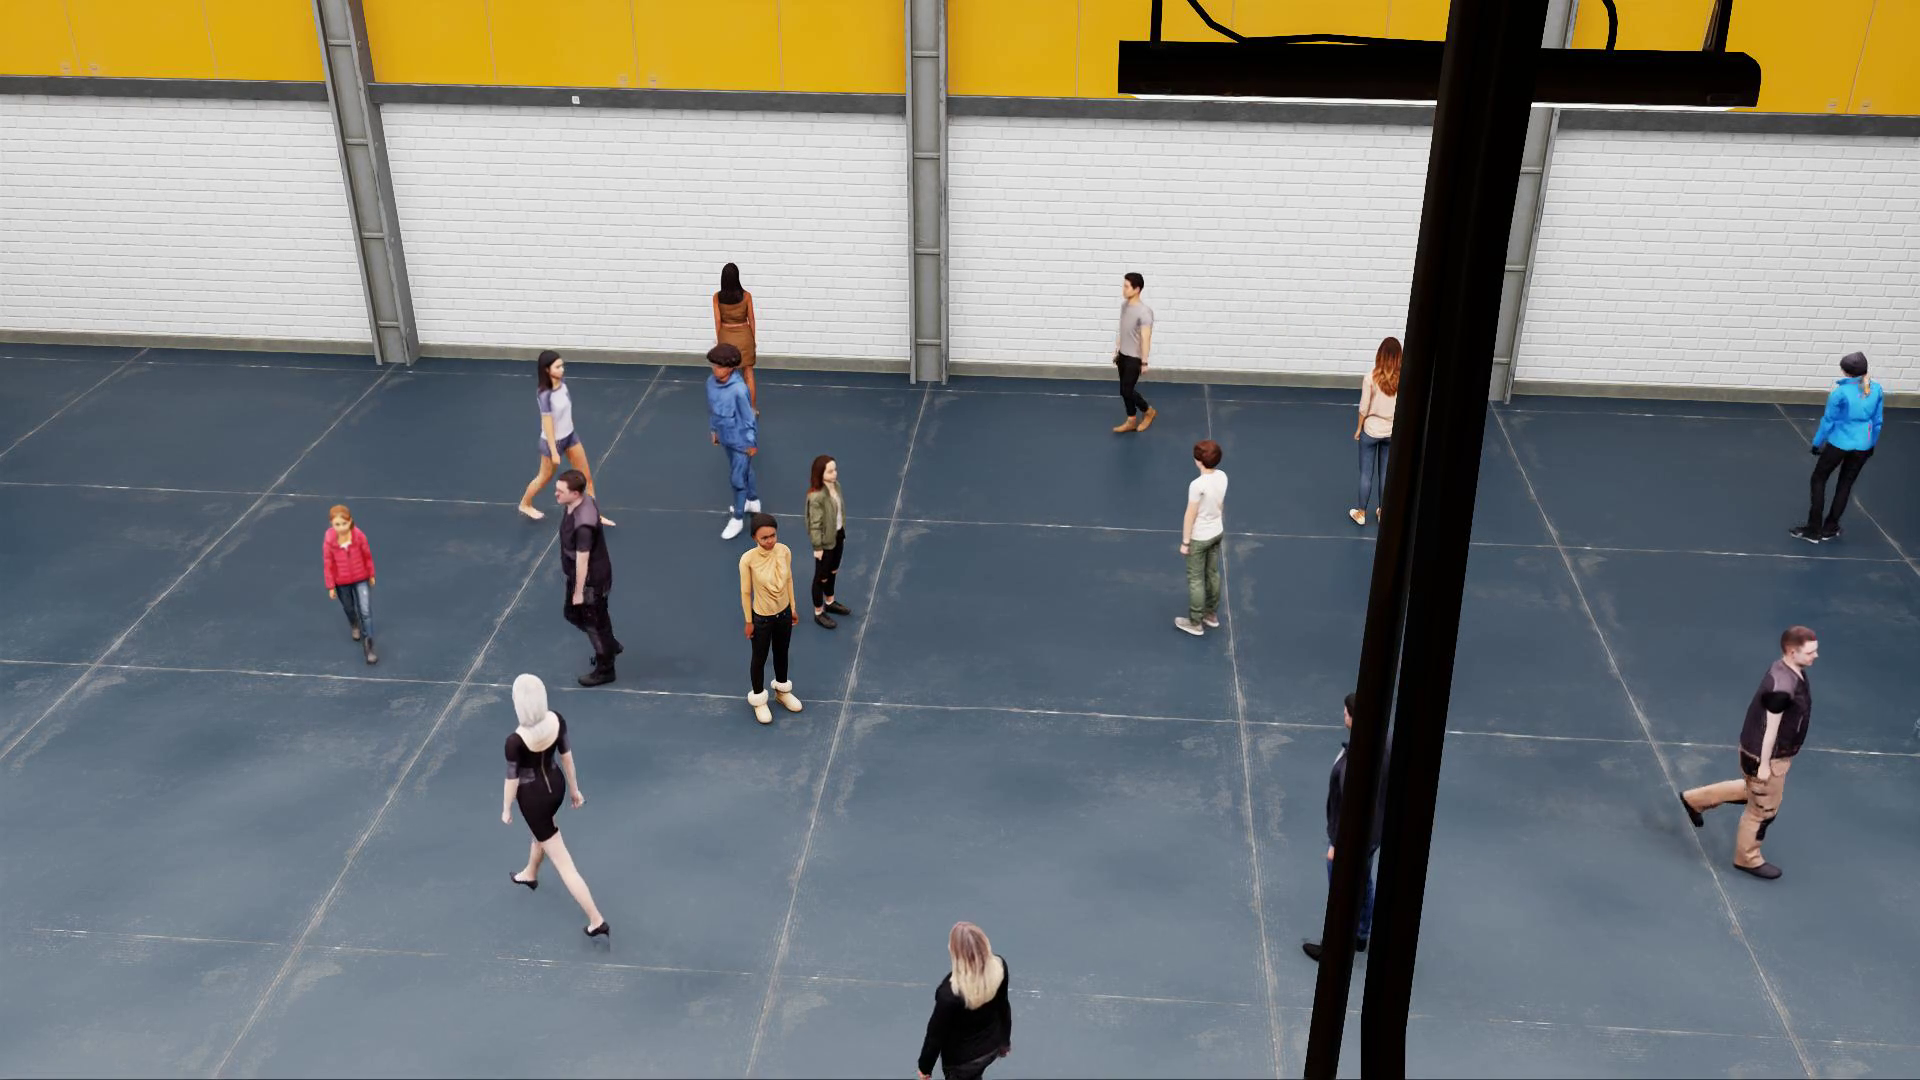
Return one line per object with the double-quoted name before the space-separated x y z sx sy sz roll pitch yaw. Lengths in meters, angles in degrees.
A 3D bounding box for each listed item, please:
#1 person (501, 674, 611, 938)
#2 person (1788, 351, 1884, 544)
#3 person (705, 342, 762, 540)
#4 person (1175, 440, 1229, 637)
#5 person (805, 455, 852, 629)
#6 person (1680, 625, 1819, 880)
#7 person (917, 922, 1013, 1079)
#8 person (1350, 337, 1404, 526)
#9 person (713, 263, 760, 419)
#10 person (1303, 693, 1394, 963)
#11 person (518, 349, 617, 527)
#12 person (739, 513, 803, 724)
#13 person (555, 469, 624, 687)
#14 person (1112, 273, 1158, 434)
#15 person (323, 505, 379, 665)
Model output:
"person" -2.456 1.656 10.086 1.277 1.775 1.009 19 34 30
"person" 7.805 -0.800 14.583 0.571 1.782 0.780 13 31 22
"person" -1.976 -0.951 14.866 1.005 1.775 0.954 -21 35 -34
"person" 1.955 -0.026 13.300 0.647 1.651 0.699 -24 37 -36
"person" -1.075 -0.013 13.460 0.621 1.475 0.640 14 31 24
"person" 5.084 1.313 10.669 1.084 1.821 0.940 18 33 29
"person" 0.108 2.650 8.383 0.986 1.663 1.069 -24 37 -36
"person" 3.760 -0.967 14.878 0.500 1.792 0.675 -2 29 -3
"person" -2.273 -2.004 16.885 0.502 1.690 0.655 -3 29 -5
"person" 2.347 1.726 9.838 0.783 1.890 0.763 23 36 35
"person" -3.661 -0.874 14.812 1.183 1.692 0.724 6 29 11
"person" -1.406 0.543 12.247 0.681 1.660 0.752 -19 34 -30
"person" -2.722 0.271 12.561 0.832 1.838 0.821 -10 30 -18
"person" 1.796 -1.862 16.605 0.806 1.710 0.748 -11 30 -19
"person" -4.799 0.293 13.089 0.912 1.294 0.841 -11 30 -19
